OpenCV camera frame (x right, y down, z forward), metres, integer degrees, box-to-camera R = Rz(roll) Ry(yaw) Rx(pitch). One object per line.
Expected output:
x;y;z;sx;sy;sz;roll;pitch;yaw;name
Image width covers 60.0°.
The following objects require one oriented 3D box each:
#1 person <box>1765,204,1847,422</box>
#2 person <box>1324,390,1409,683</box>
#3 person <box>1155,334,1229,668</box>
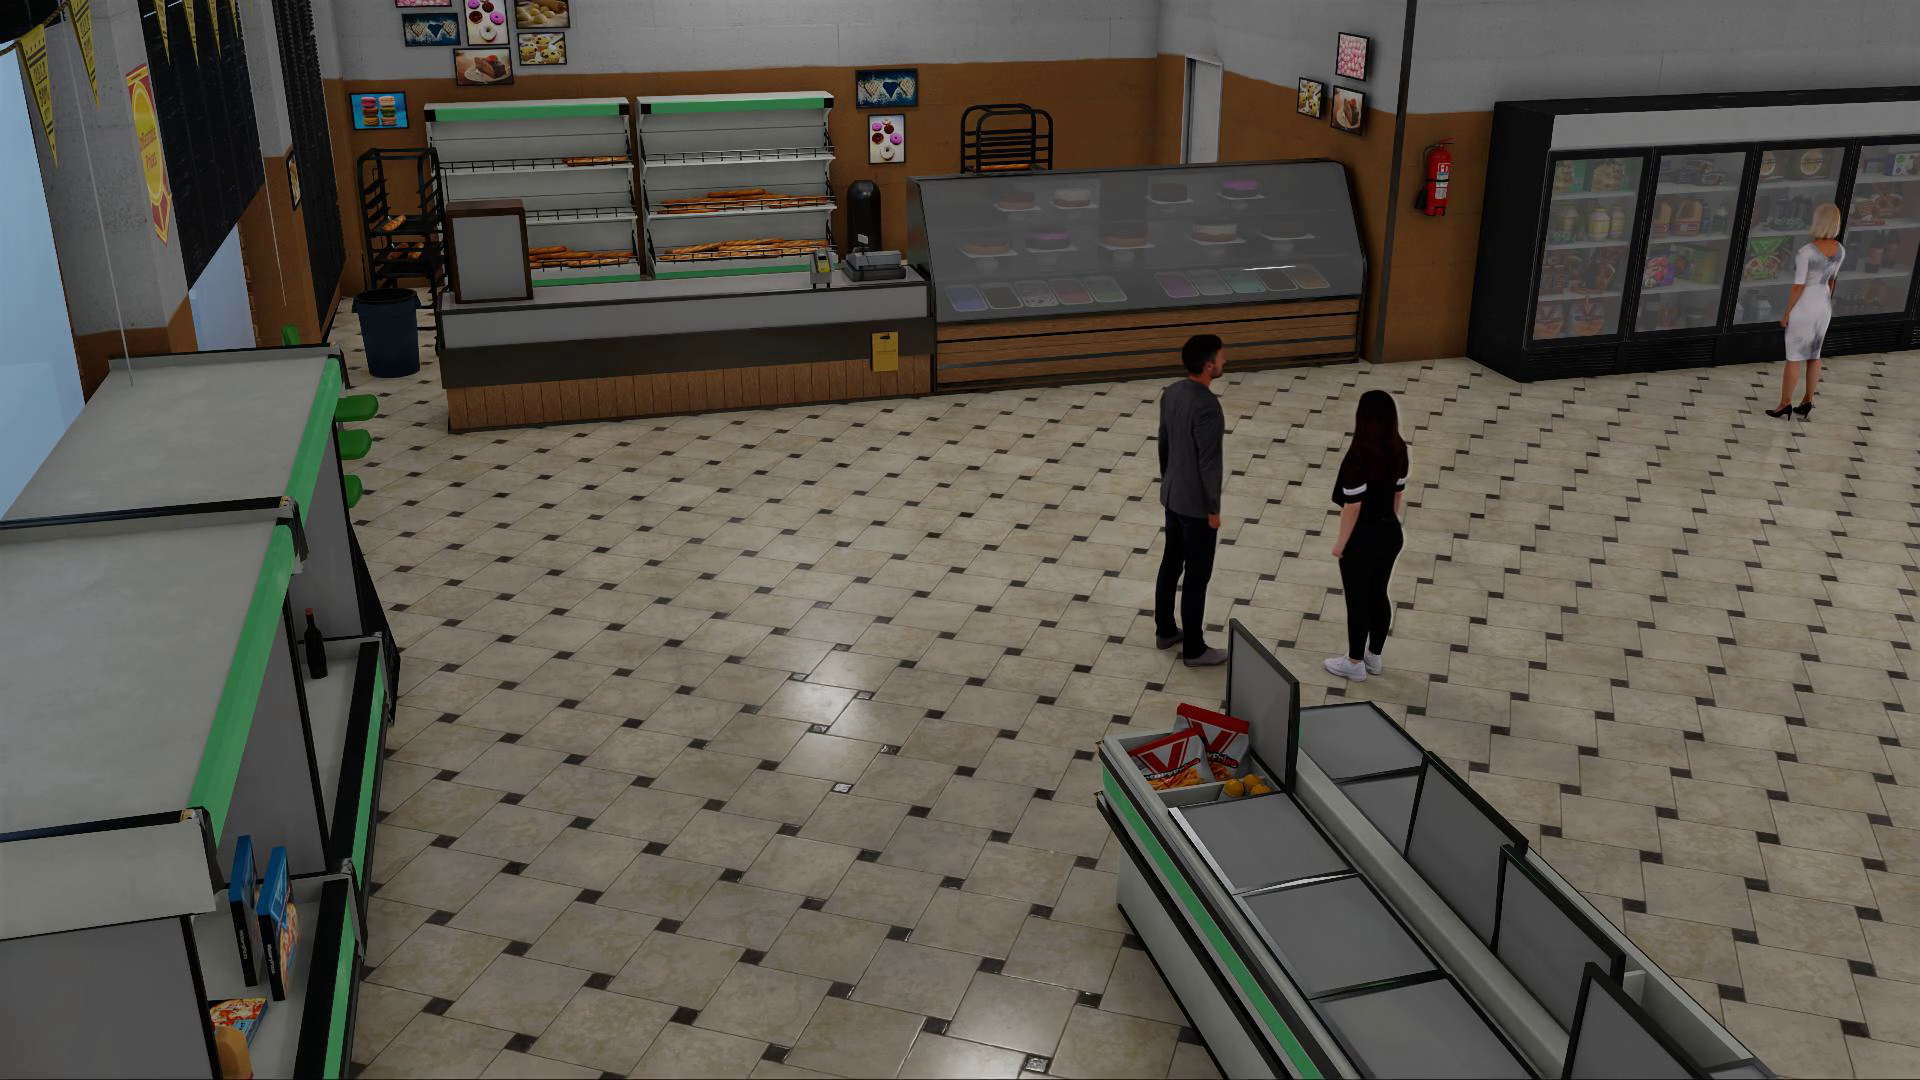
6.835;-1.830;13.371;0.553;1.752;0.492;-6;23;-15;person
2.215;-0.022;9.025;0.680;1.638;0.682;-14;26;-31;person
1.285;-0.227;9.219;0.772;1.874;0.587;-9;24;-21;person
